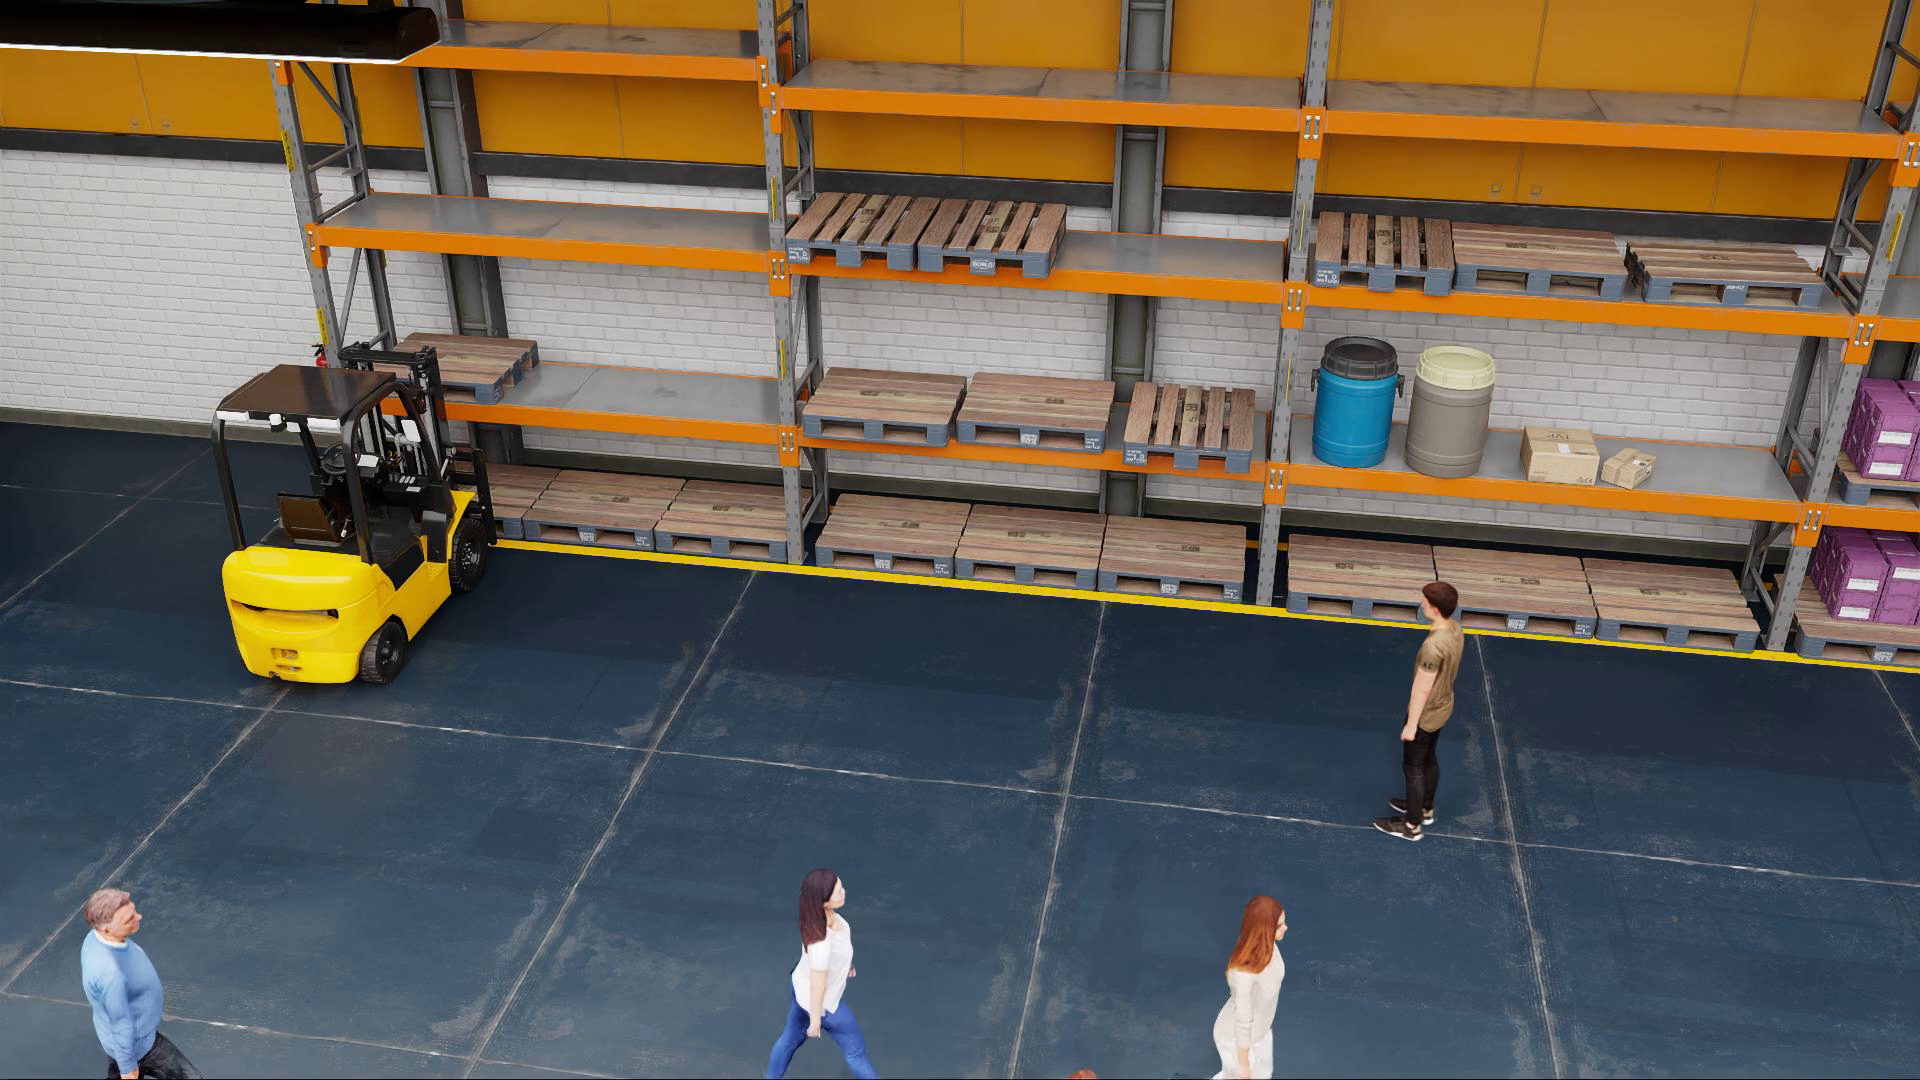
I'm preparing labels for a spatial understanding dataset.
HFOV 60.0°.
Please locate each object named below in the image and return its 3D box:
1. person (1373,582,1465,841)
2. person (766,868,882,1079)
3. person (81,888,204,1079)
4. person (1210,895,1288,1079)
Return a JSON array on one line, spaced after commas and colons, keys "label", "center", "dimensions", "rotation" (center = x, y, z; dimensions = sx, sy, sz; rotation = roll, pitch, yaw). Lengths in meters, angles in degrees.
[{"label": "person", "center": [3.052, 1.108, 10.803], "dimensions": [0.708, 1.849, 0.744], "rotation": [16, 32, 26]}, {"label": "person", "center": [-0.818, 2.407, 8.645], "dimensions": [1.184, 1.636, 0.920], "rotation": [-7, 29, -13]}, {"label": "person", "center": [-4.244, 2.506, 8.319], "dimensions": [1.157, 1.774, 1.080], "rotation": [-17, 33, -29]}, {"label": "person", "center": [1.364, 2.472, 8.455], "dimensions": [0.837, 1.704, 0.728], "rotation": [14, 32, 24]}]
